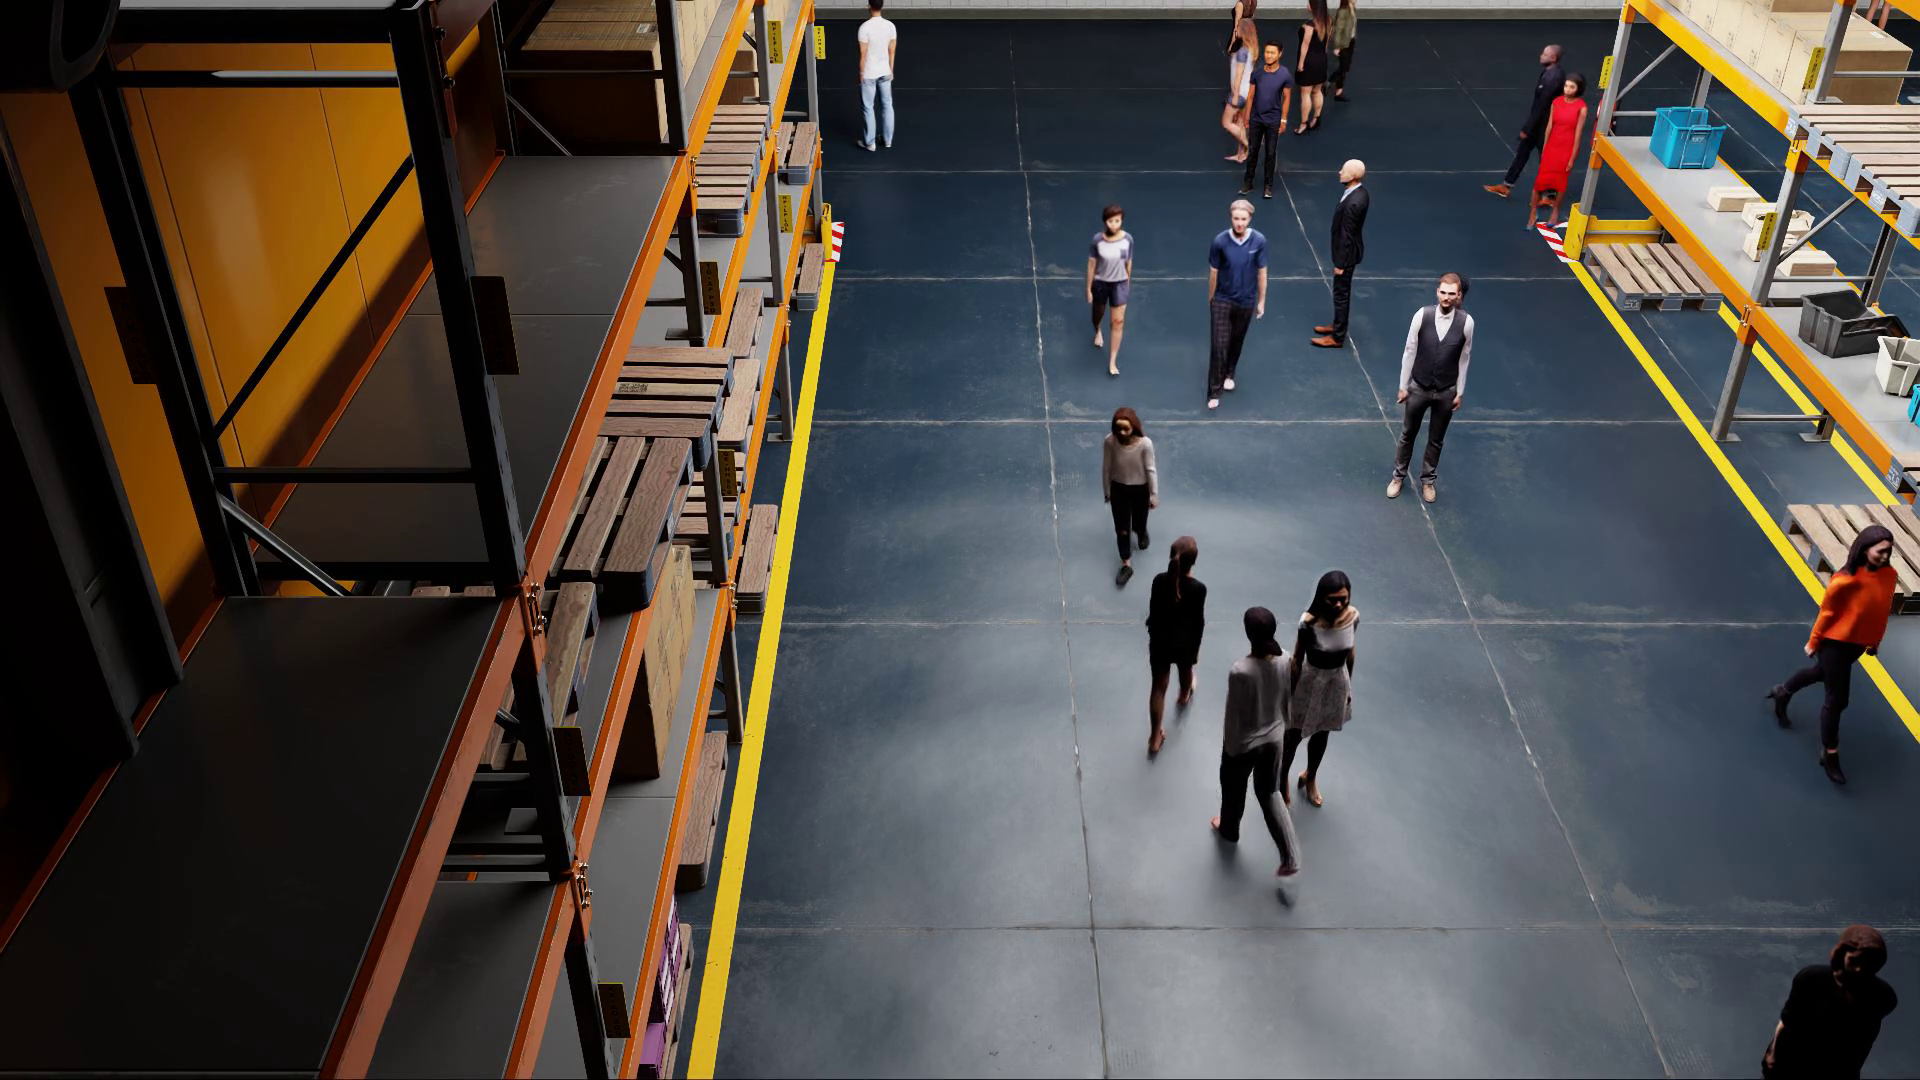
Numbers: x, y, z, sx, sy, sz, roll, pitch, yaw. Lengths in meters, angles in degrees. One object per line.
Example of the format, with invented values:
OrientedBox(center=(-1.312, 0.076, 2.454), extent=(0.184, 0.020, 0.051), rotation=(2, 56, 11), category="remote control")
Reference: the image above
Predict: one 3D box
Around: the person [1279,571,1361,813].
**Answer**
OrientedBox(center=(2.183, 0.930, 10.133), extent=(0.713, 1.773, 0.715), rotation=(-8, 34, -12), category="person")

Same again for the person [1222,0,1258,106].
OrientedBox(center=(3.603, -6.384, 21.227), extent=(0.739, 1.675, 0.673), rotation=(27, 42, 34), category="person")

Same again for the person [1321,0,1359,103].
OrientedBox(center=(4.888, -6.382, 21.406), extent=(0.801, 1.473, 0.737), rotation=(25, 41, 33), category="person")

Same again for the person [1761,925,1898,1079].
OrientedBox(center=(4.054, 2.449, 7.910), extent=(0.646, 1.706, 0.605), rotation=(10, 35, 15), category="person")

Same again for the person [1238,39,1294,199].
OrientedBox(center=(3.432, -4.735, 18.638), extent=(0.713, 1.793, 0.667), rotation=(13, 36, 18), category="person")

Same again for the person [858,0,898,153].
OrientedBox(center=(-1.000, -5.600, 19.876), extent=(0.755, 1.862, 0.760), rotation=(-20, 38, -27), category="person")

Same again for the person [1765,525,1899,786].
OrientedBox(center=(5.595, 0.625, 10.649), extent=(0.833, 1.712, 1.151), rotation=(-9, 35, -14), category="person")

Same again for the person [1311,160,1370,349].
OrientedBox(center=(3.612, -2.682, 15.541), extent=(0.806, 1.802, 0.634), rotation=(9, 35, 13), category="person")

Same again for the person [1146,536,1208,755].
OrientedBox(center=(1.351, 0.687, 10.727), extent=(0.796, 1.521, 1.104), rotation=(11, 35, 17), category="person")

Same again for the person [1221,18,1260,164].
OrientedBox(center=(3.363, -5.196, 19.403), extent=(0.810, 1.714, 0.744), rotation=(15, 36, 21), category="person")

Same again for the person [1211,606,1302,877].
OrientedBox(center=(1.773, 1.231, 9.707), extent=(0.845, 1.744, 1.084), rotation=(-12, 36, -18), category="person")

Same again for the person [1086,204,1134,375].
OrientedBox(center=(1.365, -2.376, 15.330), extent=(0.575, 1.527, 1.024), rotation=(-1, 34, -1), category="person")

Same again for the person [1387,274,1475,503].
OrientedBox(center=(3.760, -1.227, 13.229), extent=(0.719, 1.938, 0.649), rotation=(8, 35, 12), category="person")

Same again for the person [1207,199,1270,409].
OrientedBox(center=(2.424, -2.155, 14.710), extent=(0.673, 1.844, 0.988), rotation=(0, 34, 1), category="person")

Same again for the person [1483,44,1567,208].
OrientedBox(center=(6.534, -4.525, 18.335), extent=(0.874, 1.780, 1.040), rotation=(6, 34, 8), category="person")

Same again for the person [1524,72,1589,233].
OrientedBox(center=(6.492, -4.170, 17.848), extent=(0.811, 1.727, 0.895), rotation=(23, 40, 30), category="person")

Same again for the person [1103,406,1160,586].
OrientedBox(center=(1.284, -0.399, 12.412), extent=(0.733, 1.464, 0.906), rotation=(7, 34, 10), category="person")

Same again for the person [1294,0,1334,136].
OrientedBox(center=(4.325, -5.820, 20.342), extent=(0.752, 1.713, 0.805), rotation=(-27, 42, -34), category="person")
